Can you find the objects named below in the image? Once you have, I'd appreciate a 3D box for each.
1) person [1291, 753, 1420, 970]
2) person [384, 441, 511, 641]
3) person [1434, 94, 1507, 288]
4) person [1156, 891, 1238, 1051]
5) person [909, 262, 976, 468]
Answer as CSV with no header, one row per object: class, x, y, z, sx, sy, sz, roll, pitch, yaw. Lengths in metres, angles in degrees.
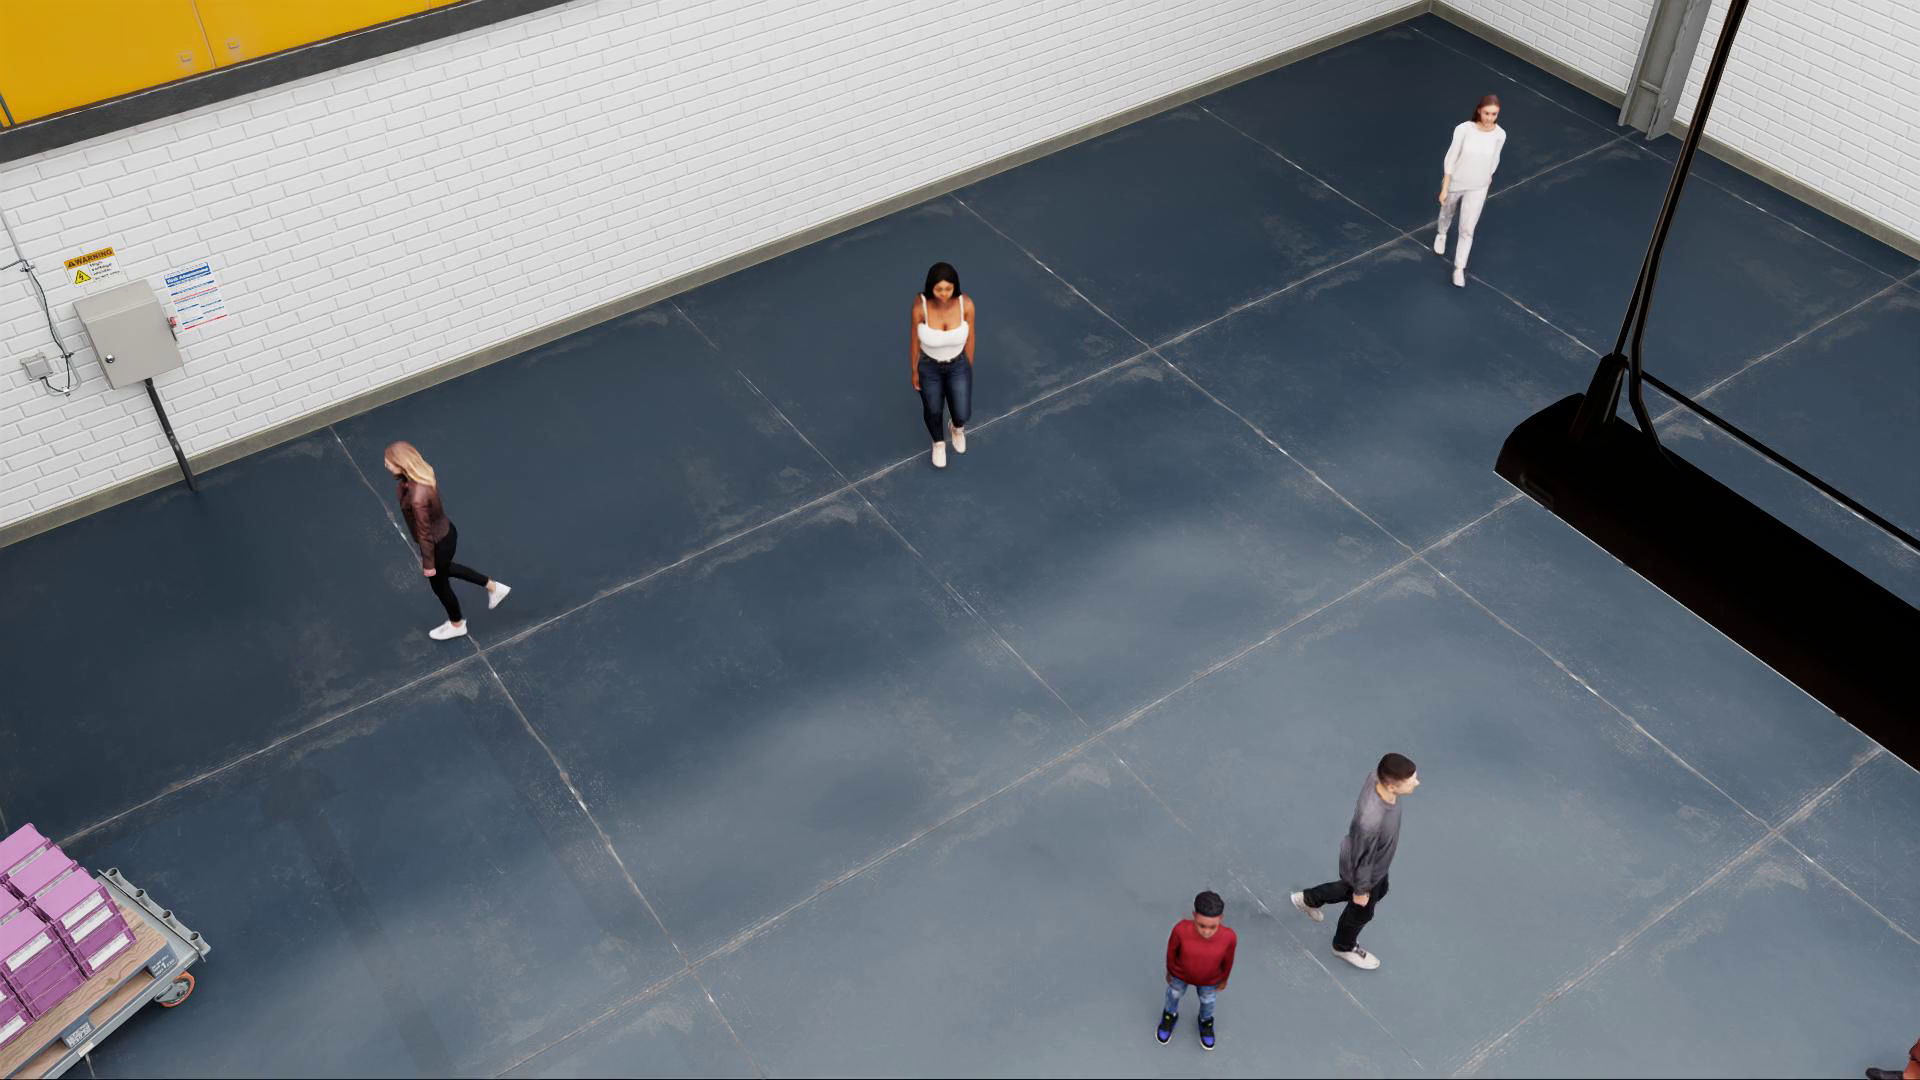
person,2.133,1.735,9.088,0.933,1.750,0.839,16,46,16
person,-3.361,0.002,10.952,0.834,1.688,0.855,-10,45,-10
person,4.299,-3.078,14.215,1.069,1.646,1.129,7,44,7
person,1.263,2.272,8.883,0.573,1.255,0.637,8,44,9
person,-0.144,-1.337,12.278,0.788,1.797,0.843,-1,44,-1
